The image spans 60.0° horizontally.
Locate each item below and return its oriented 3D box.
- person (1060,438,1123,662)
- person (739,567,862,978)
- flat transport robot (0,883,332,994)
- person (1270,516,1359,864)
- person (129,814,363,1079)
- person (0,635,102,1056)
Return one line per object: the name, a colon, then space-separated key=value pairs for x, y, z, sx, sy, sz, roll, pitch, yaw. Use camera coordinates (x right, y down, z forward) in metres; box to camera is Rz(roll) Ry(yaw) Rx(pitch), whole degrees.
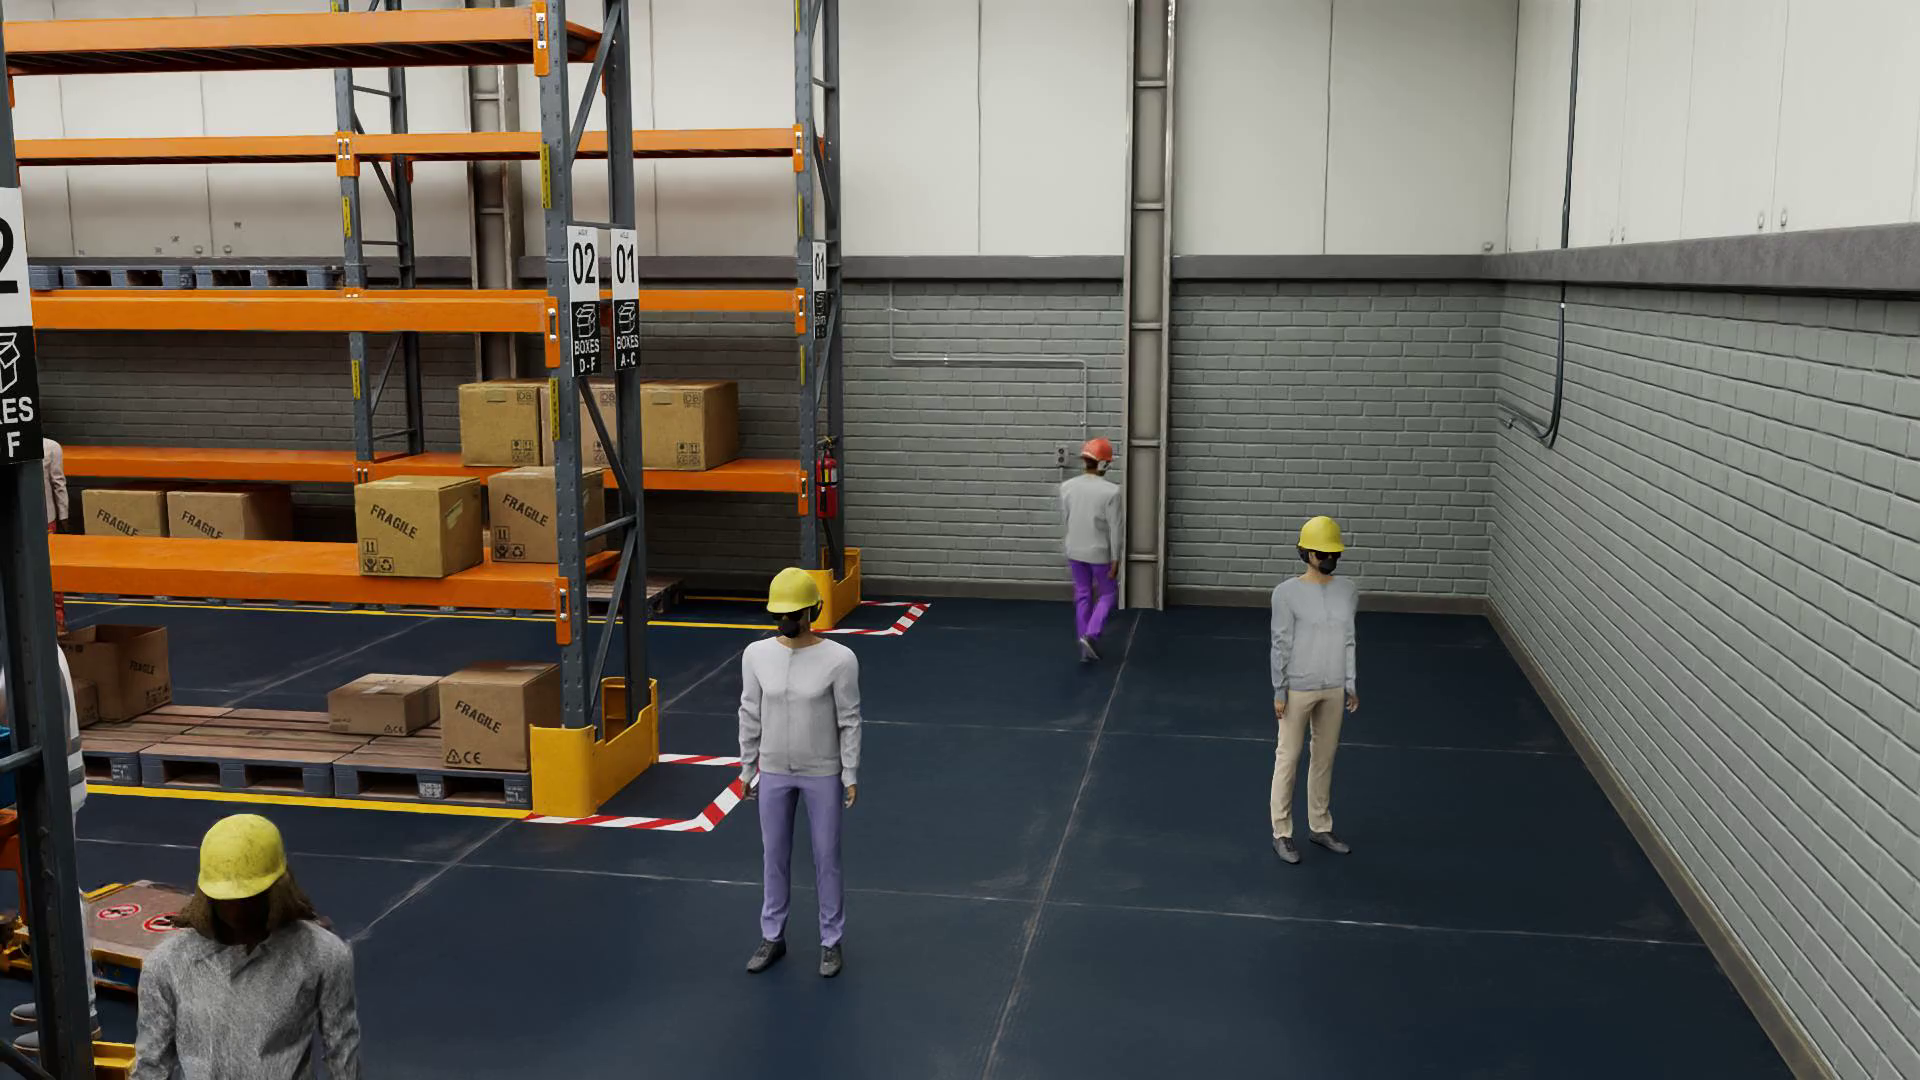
person: x=1.007 y=0.087 z=12.703 sx=0.557 sy=1.732 sz=0.444 roll=7 pitch=11 yaw=35
person: x=-0.681 y=0.983 z=7.036 sx=0.529 sy=1.767 sz=0.329 roll=2 pitch=9 yaw=11
flat transport robot: x=-3.437 y=1.714 z=7.125 sx=1.431 sy=0.197 sz=0.652 roll=4 pitch=10 yaw=22
person: x=1.809 y=0.753 z=8.466 sx=0.525 sy=1.769 sz=0.312 roll=-4 pitch=10 yaw=-26
person: x=-1.726 y=1.491 z=4.057 sx=0.500 sy=1.716 sz=0.719 roll=-1 pitch=9 yaw=-9
person: x=-3.547 y=1.026 z=6.404 sx=0.337 sy=1.882 sz=0.584 roll=-5 pitch=10 yaw=-28
